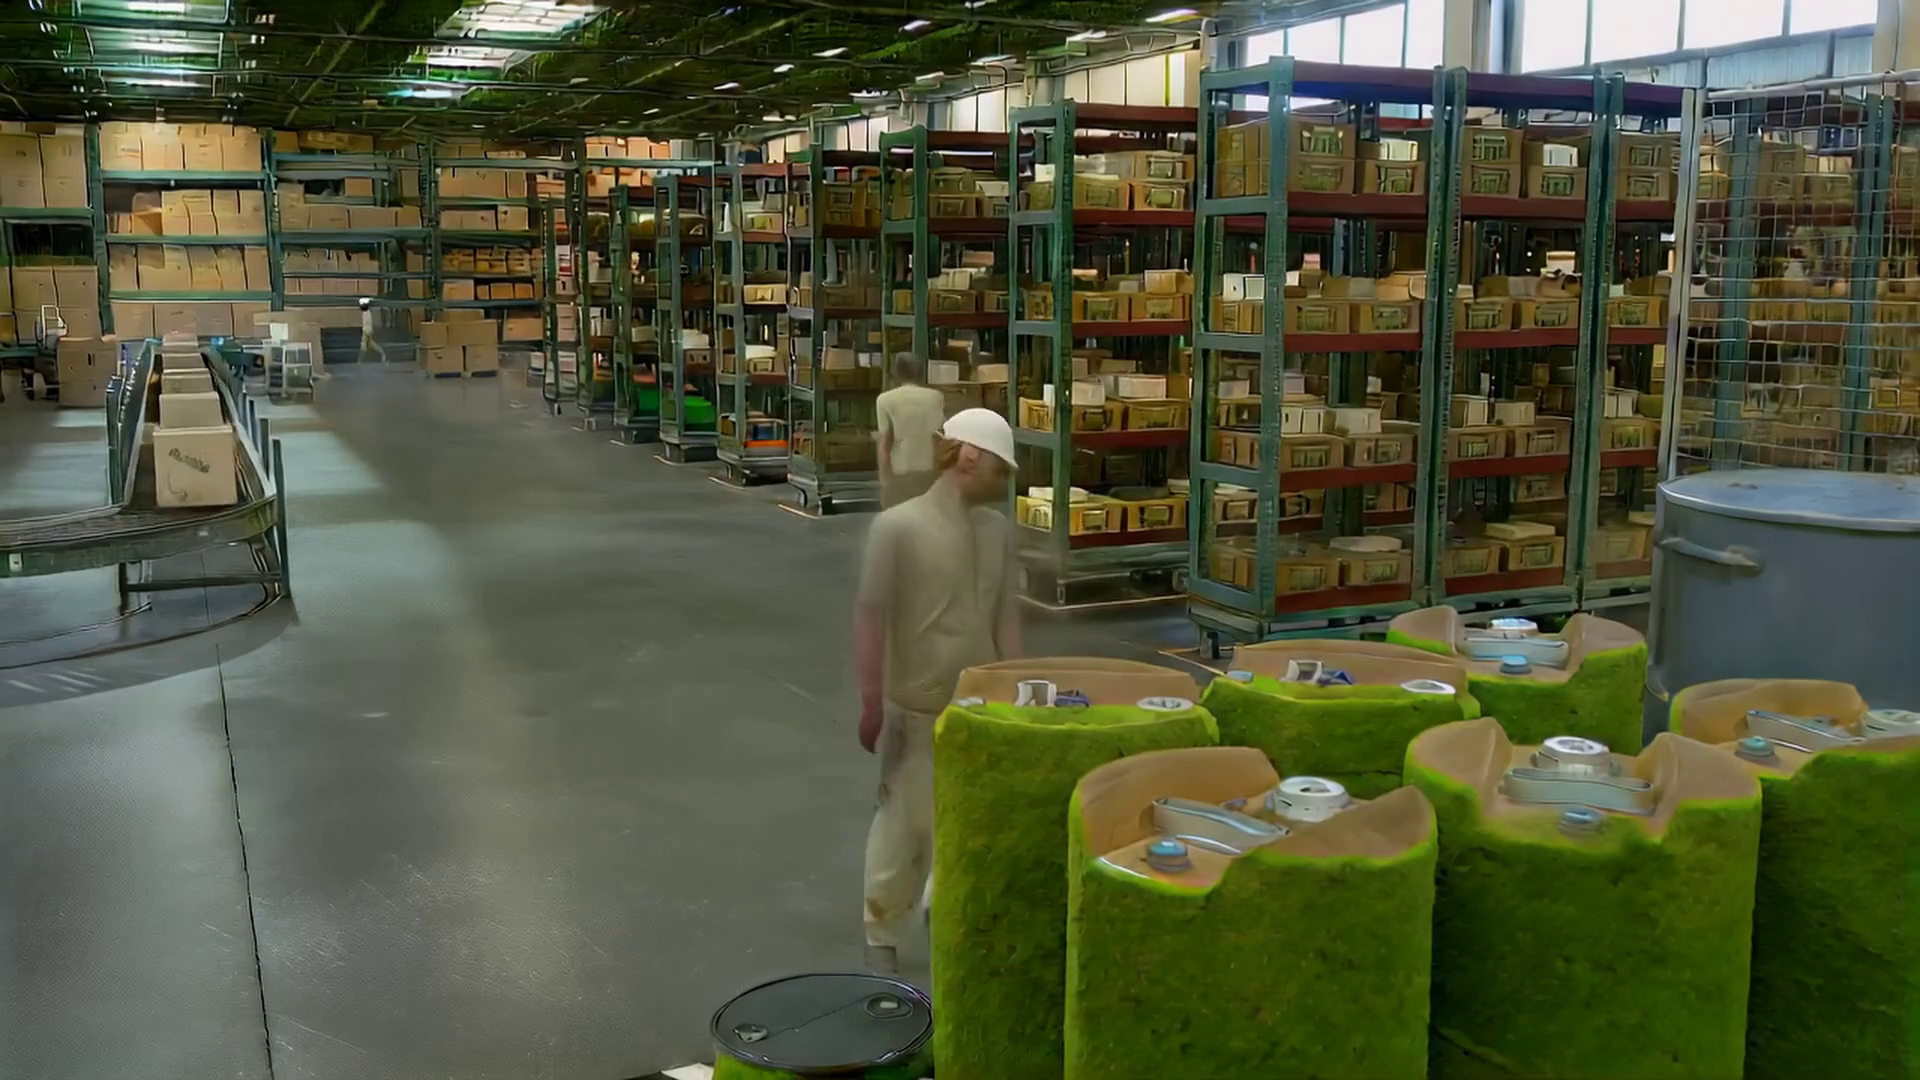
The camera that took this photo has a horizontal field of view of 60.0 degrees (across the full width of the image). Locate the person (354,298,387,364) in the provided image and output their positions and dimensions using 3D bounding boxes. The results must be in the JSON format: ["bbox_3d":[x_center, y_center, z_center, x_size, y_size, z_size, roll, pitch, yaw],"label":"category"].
[{"bbox_3d":[-15.543,-5.501,43.736,0.770,1.741,0.524,-4,10,-24],"label":"person"}]

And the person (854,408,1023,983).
[{"bbox_3d":[-0.086,0.529,5.698,0.688,1.951,0.383,-8,12,-39],"label":"person"}]

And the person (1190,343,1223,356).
[{"bbox_3d":[3.445,-2.233,23.224,0.599,1.817,0.403,5,11,30],"label":"person"}]

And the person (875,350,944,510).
[{"bbox_3d":[-0.360,-0.518,12.574,0.565,1.829,0.630,-5,10,-27],"label":"person"}]

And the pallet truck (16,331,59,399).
[{"bbox_3d":[-17.082,-3.353,31.781,1.630,1.274,0.653,-4,10,-25],"label":"pallet truck"}]

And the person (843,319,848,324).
[{"bbox_3d":[-3.464,-6.295,47.963,0.629,1.977,0.674,6,11,31],"label":"person"}]

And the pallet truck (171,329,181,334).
[{"bbox_3d":[-17.275,-3.851,35.096,1.601,1.201,0.680,0,9,1],"label":"pallet truck"}]
